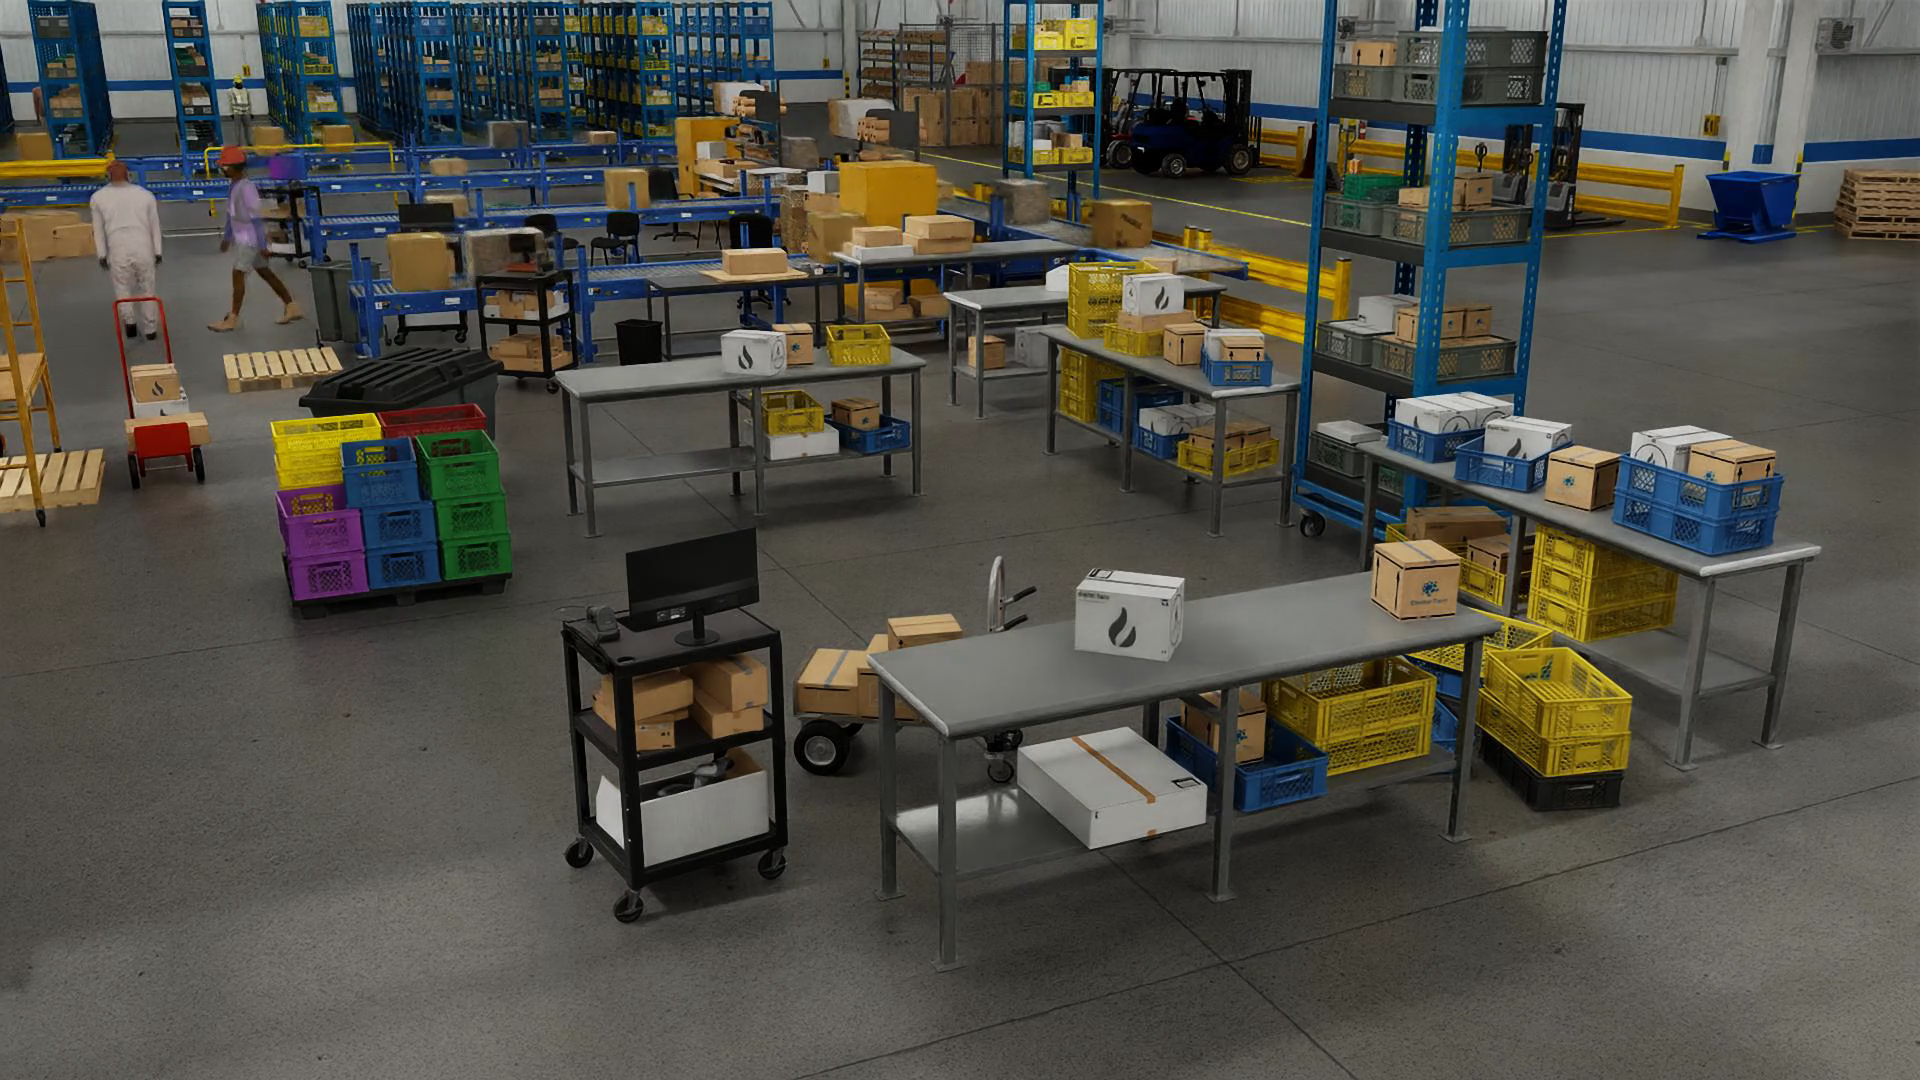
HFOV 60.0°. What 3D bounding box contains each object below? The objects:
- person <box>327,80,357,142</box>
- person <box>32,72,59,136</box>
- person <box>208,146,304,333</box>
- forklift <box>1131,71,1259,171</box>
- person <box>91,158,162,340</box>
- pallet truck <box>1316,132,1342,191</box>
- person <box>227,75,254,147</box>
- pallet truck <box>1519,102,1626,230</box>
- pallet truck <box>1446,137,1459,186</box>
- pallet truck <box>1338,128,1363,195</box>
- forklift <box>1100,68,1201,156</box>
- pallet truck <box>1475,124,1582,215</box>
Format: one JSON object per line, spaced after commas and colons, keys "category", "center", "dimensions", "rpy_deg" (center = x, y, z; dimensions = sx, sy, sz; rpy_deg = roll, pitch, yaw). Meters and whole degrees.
{"category": "person", "center": [-16.518, -11.401, 44.021], "dimensions": [0.986, 1.796, 0.573], "rpy_deg": [-7, 19, -22]}
{"category": "person", "center": [-21.909, -10.233, 40.004], "dimensions": [0.612, 1.997, 0.376], "rpy_deg": [-11, 21, -31]}
{"category": "person", "center": [-7.771, -3.295, 18.172], "dimensions": [1.038, 1.997, 0.614], "rpy_deg": [-11, 21, -32]}
{"category": "forklift", "center": [4.998, -8.936, 35.413], "dimensions": [2.680, 1.987, 1.157], "rpy_deg": [-9, 20, -25]}
{"category": "person", "center": [-8.768, -3.064, 17.587], "dimensions": [0.653, 1.889, 0.451], "rpy_deg": [-9, 20, -26]}
{"category": "pallet truck", "center": [7.723, -7.504, 32.656], "dimensions": [1.601, 1.201, 0.680], "rpy_deg": [-8, 19, -23]}
{"category": "person", "center": [-18.300, -10.897, 42.360], "dimensions": [0.403, 1.834, 0.589], "rpy_deg": [16, 24, 41]}
{"category": "pallet truck", "center": [9.972, -6.037, 26.785], "dimensions": [1.885, 1.965, 0.823], "rpy_deg": [-9, 20, -25]}
{"category": "pallet truck", "center": [9.184, -6.485, 29.328], "dimensions": [1.630, 1.274, 0.653], "rpy_deg": [-8, 19, -23]}
{"category": "pallet truck", "center": [7.845, -7.140, 31.411], "dimensions": [1.522, 1.261, 0.704], "rpy_deg": [-9, 20, -25]}
{"category": "forklift", "center": [4.082, -9.564, 37.410], "dimensions": [2.680, 1.987, 1.157], "rpy_deg": [-8, 19, -23]}
{"category": "pallet truck", "center": [9.707, -6.455, 28.103], "dimensions": [1.885, 1.965, 0.823], "rpy_deg": [-7, 19, -20]}
